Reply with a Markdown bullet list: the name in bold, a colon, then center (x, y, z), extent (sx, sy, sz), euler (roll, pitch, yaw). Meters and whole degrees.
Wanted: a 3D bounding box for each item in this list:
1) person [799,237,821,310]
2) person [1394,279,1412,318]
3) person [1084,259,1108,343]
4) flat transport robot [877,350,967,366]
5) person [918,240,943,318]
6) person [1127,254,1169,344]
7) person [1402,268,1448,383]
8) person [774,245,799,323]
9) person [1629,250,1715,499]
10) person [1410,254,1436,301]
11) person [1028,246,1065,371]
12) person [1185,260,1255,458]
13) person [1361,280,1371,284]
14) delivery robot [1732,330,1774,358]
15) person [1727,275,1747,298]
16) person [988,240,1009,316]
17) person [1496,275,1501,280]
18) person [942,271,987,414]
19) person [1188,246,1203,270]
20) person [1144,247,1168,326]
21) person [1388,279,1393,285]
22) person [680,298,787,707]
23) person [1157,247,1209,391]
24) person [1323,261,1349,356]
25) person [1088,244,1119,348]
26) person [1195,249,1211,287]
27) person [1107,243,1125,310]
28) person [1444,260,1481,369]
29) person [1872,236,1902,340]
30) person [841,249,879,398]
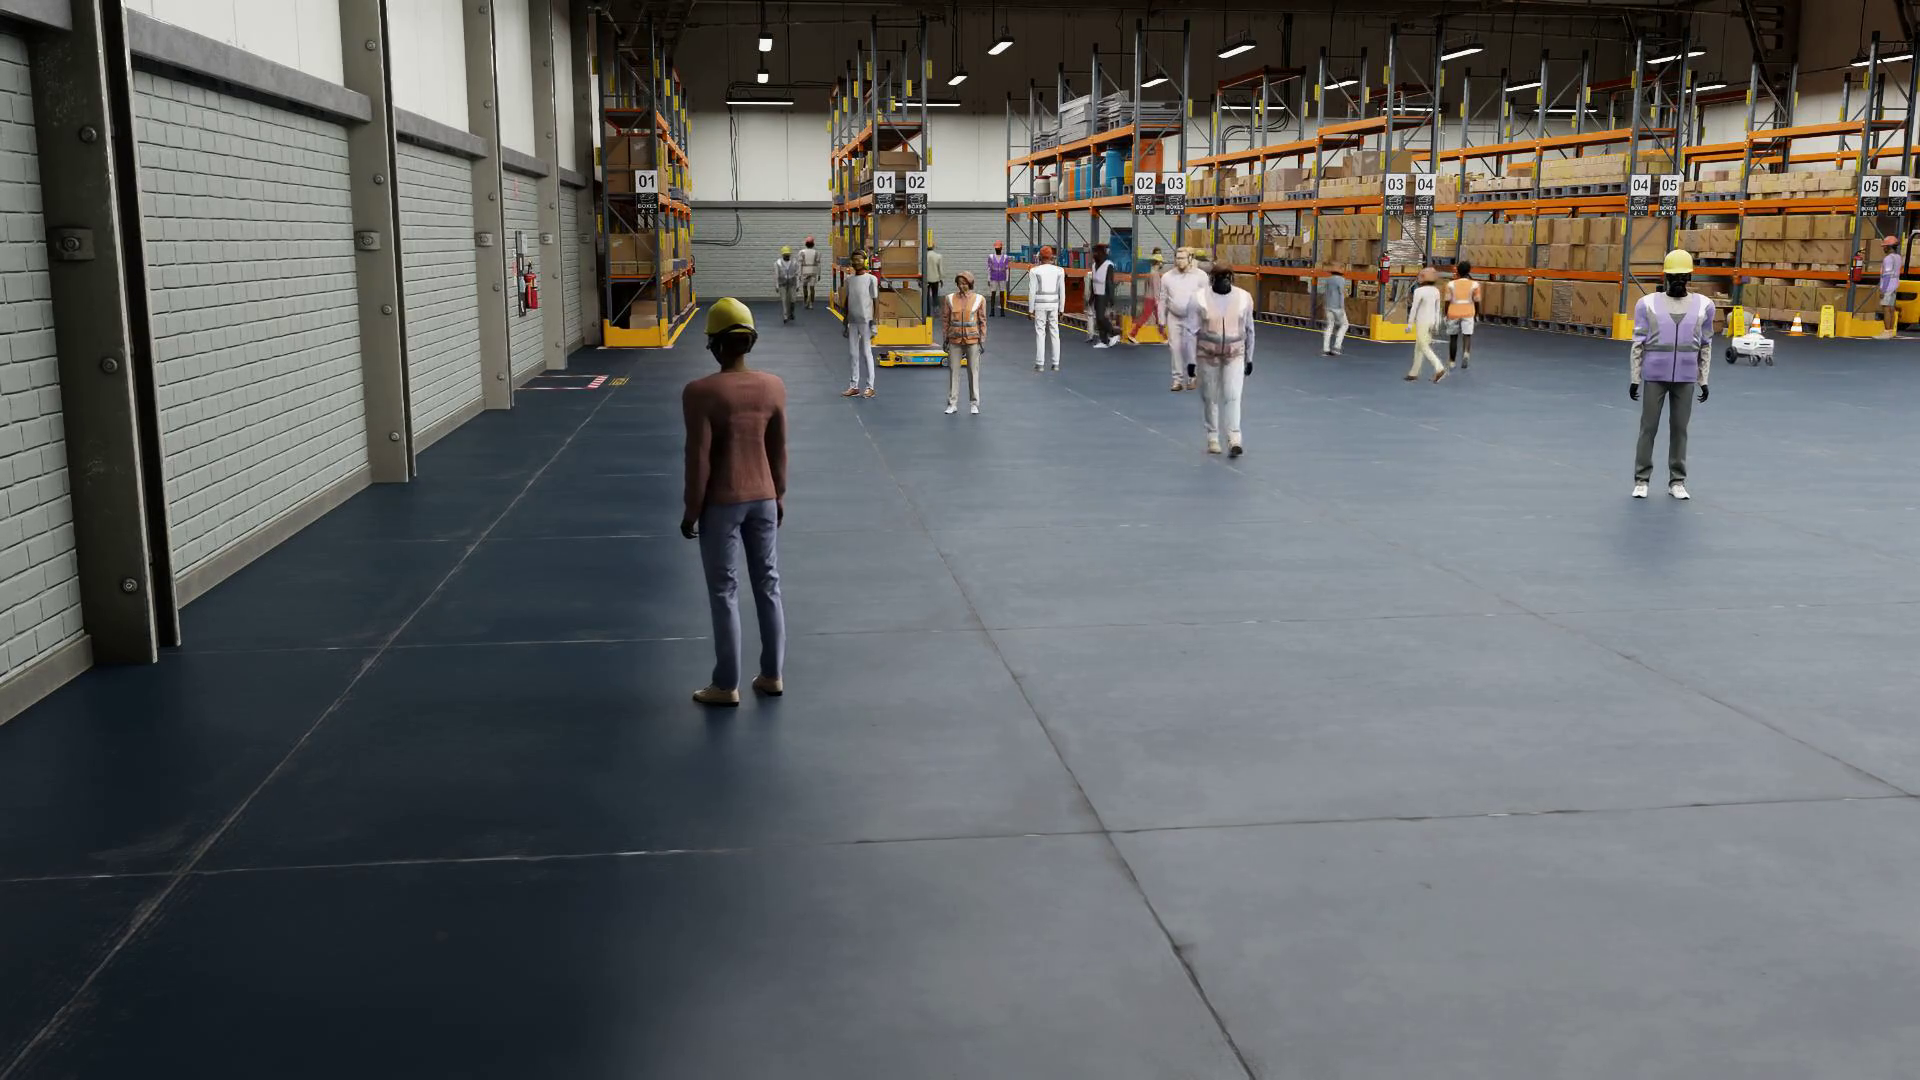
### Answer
- **person**: center (-4.221, -7.469, 46.626), extent (0.624, 2.007, 0.900), euler (-2, 10, -9)
- **person**: center (11.156, -6.512, 41.785), extent (0.520, 1.865, 0.332), euler (-1, 10, -7)
- **person**: center (2.610, -4.542, 31.667), extent (0.525, 1.614, 0.548), euler (-2, 10, -10)
- **flat transport robot**: center (-0.576, -2.871, 26.185), extent (1.431, 0.197, 0.652), euler (-1, 10, -7)
- **person**: center (-0.741, -6.389, 40.776), extent (0.644, 1.980, 0.433), euler (-2, 11, -11)
- **person**: center (3.623, -4.548, 31.442), extent (0.937, 1.713, 0.547), euler (1, 10, 7)
- **person**: center (6.528, -2.991, 23.193), extent (0.501, 1.606, 0.783), euler (-8, 13, -39)
- **person**: center (-4.060, -5.994, 39.061), extent (0.591, 1.821, 0.412), euler (-2, 11, -12)
- **person**: center (5.505, -1.274, 12.890), extent (0.594, 1.926, 0.366), euler (2, 11, 12)
- **person**: center (9.829, -5.257, 35.402), extent (0.537, 1.673, 0.644), euler (0, 10, -2)
- **person**: center (1.308, -3.503, 25.226), extent (0.584, 1.881, 0.337), euler (-3, 11, -16)
- **person**: center (2.402, -1.656, 15.318), extent (0.654, 1.801, 0.925), euler (0, 10, 3)
- **person**: center (12.295, -8.064, 50.080), extent (0.631, 1.938, 0.362), euler (-1, 10, -5)
- **delivery robot**: center (12.575, -3.095, 26.381), extent (0.477, 0.478, 0.707), euler (-1, 10, -5)
- **person**: center (19.083, -6.308, 40.776), extent (0.562, 1.822, 0.536), euler (-2, 11, -11)
- **person**: center (0.978, -6.673, 42.459), extent (0.551, 1.935, 0.375), euler (0, 10, 2)
- **person**: center (16.265, -8.072, 50.192), extent (1.003, 1.923, 0.626), euler (-1, 10, -6)
- **person**: center (0.050, -2.260, 19.086), extent (0.513, 1.640, 0.310), euler (2, 11, 10)
- **person**: center (5.286, -5.815, 38.103), extent (0.599, 1.811, 0.714), euler (0, 10, -2)
- **person**: center (4.386, -5.651, 37.239), extent (0.517, 1.810, 0.949), euler (-1, 10, -5)
- **person**: center (13.683, -8.526, 52.656), extent (0.856, 1.939, 0.620), euler (2, 11, 12)
- **person**: center (-0.984, -0.161, 7.232), extent (0.534, 1.767, 0.314), euler (-9, 14, -41)
- **person**: center (2.917, -2.891, 21.854), extent (0.668, 1.887, 0.446), euler (4, 11, 20)
- **person**: center (6.440, -3.953, 28.421), extent (0.497, 1.612, 0.522), euler (-4, 11, -22)
- **person**: center (2.589, -4.466, 30.490), extent (0.432, 1.887, 0.592), euler (-5, 12, -27)
- **person**: center (5.820, -6.147, 40.131), extent (0.492, 1.723, 0.651), euler (-1, 10, -6)
- **person**: center (3.875, -6.597, 42.125), extent (0.621, 1.915, 0.609), euler (-2, 11, -11)
- **person**: center (7.649, -3.418, 25.352), extent (0.540, 1.678, 0.702), euler (3, 11, 15)
- **person**: center (18.324, -4.977, 32.879), extent (0.615, 2.038, 0.395), euler (-10, 14, -42)
- **person**: center (-1.264, -2.733, 21.051), extent (0.560, 1.870, 0.331), euler (6, 12, 30)
